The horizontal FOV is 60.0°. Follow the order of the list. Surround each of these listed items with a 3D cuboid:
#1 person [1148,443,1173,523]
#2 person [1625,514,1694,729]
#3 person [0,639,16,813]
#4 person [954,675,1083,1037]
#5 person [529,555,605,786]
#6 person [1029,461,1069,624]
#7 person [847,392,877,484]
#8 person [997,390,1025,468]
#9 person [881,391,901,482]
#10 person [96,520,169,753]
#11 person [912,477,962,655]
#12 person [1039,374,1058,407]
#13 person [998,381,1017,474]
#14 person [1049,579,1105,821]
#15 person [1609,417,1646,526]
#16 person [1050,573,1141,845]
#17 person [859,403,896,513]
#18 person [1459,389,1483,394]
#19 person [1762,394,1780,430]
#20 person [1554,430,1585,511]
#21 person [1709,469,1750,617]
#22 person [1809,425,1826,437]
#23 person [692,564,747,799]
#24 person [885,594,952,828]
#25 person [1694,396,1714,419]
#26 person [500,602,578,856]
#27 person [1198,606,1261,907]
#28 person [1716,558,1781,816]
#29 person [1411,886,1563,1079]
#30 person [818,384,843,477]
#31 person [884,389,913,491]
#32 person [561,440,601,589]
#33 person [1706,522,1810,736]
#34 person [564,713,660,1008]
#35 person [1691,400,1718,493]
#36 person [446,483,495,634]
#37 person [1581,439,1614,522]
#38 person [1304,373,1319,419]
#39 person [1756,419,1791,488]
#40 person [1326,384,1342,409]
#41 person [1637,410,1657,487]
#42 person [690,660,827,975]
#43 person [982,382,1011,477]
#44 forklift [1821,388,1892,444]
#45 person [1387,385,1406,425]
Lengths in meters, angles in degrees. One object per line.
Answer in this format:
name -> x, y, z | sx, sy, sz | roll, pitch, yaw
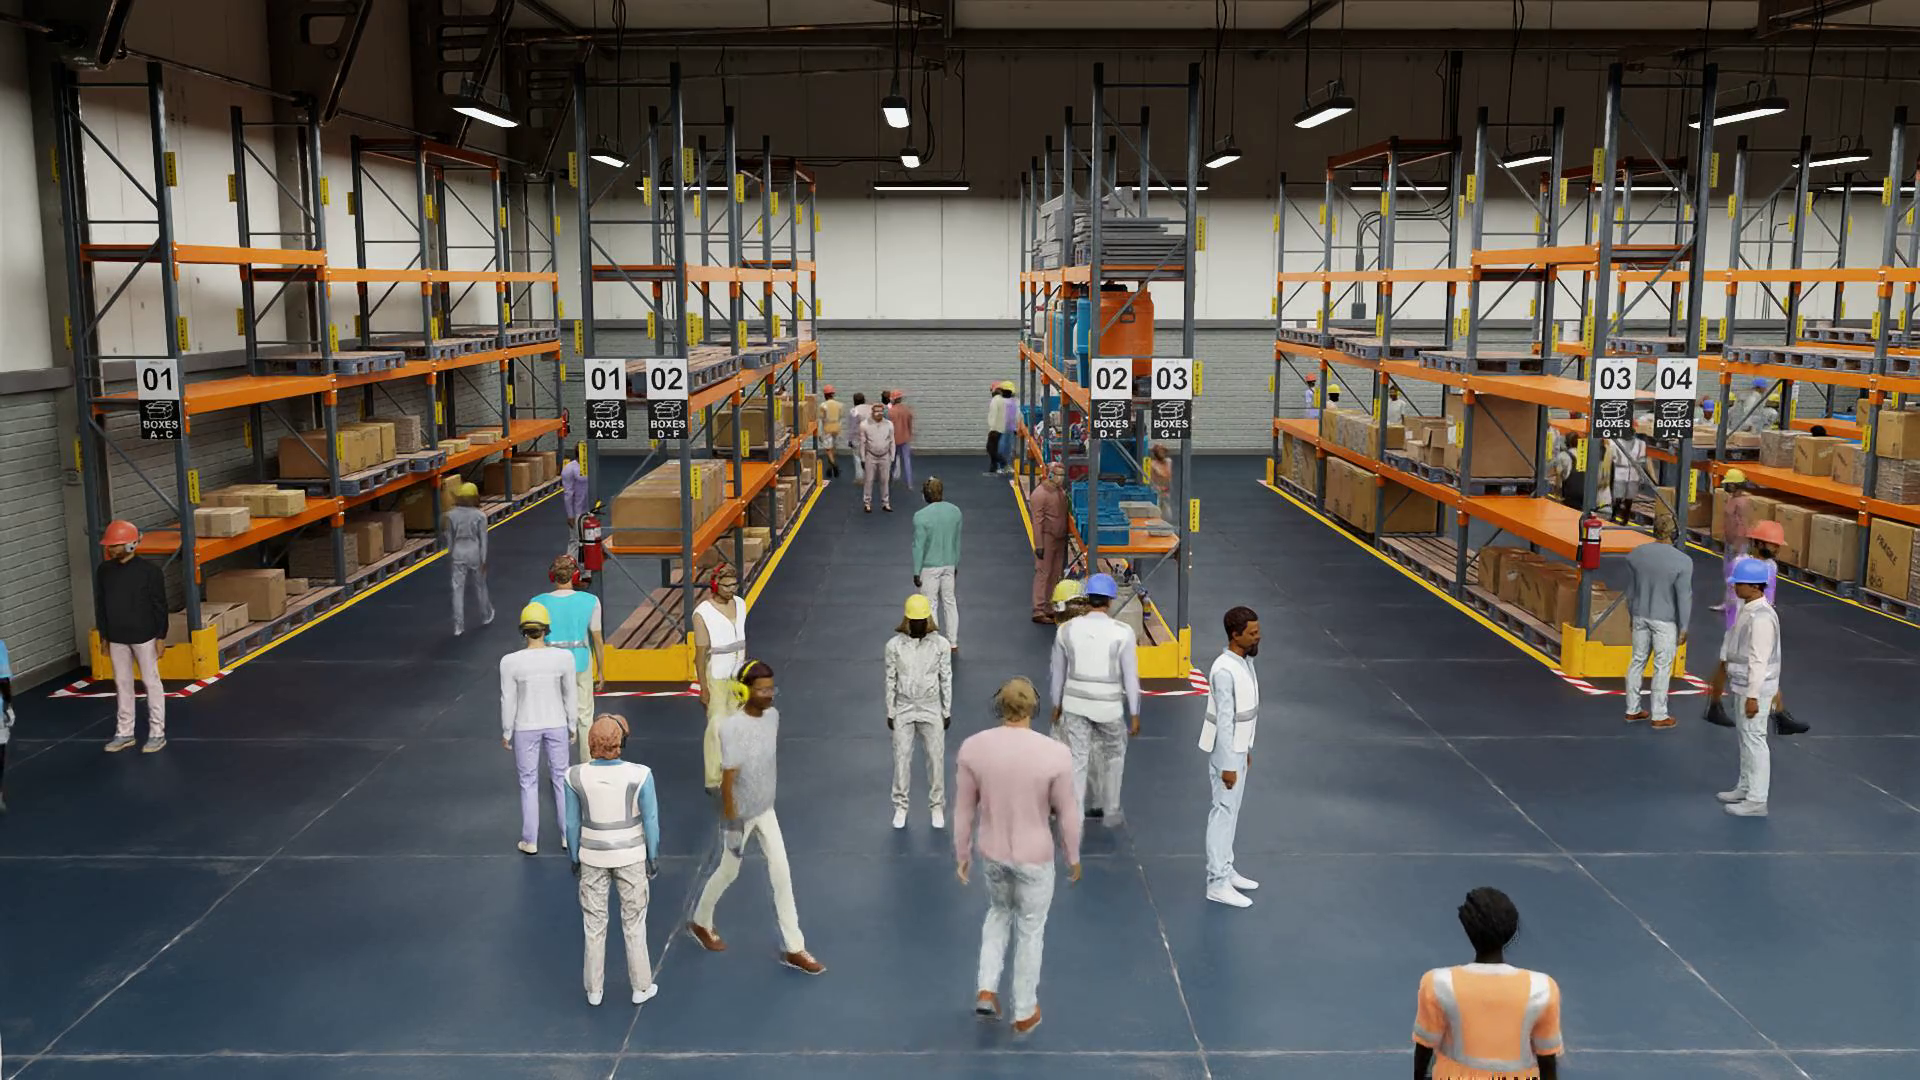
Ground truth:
person -> 2.939, -0.654, 24.713 | 0.554, 1.608, 0.536 | -7, 11, -39
person -> 6.232, 0.725, 14.863 | 0.376, 1.932, 0.623 | -6, 11, -36
person -> -7.254, 1.250, 12.223 | 0.556, 1.678, 0.456 | -4, 10, -24
person -> 0.309, 1.667, 8.811 | 0.647, 1.920, 0.441 | 4, 10, 23
person -> -3.087, 1.036, 13.102 | 0.567, 1.846, 0.389 | -1, 9, -6
person -> 1.076, 0.026, 19.453 | 0.401, 1.899, 0.647 | 6, 11, 34
person -> -1.913, -1.996, 32.682 | 0.634, 1.823, 0.519 | -6, 11, -33
person -> 1.034, -2.422, 35.533 | 0.883, 1.784, 0.604 | -3, 9, -17
person -> -1.388, -2.056, 33.110 | 0.436, 1.824, 0.634 | 2, 9, 14
person -> -7.004, 0.814, 14.066 | 0.612, 1.991, 0.391 | 1, 9, 8
person -> -0.249, 0.295, 17.606 | 0.630, 1.933, 0.364 | -7, 11, -38
person -> 1.945, -2.782, 37.194 | 0.388, 1.990, 0.622 | -6, 10, -32
person -> 0.978, -2.344, 34.588 | 0.365, 1.928, 0.586 | 8, 12, 40
person -> 0.852, 1.193, 12.277 | 0.716, 1.786, 0.616 | 4, 10, 26
person -> 10.256, -0.944, 25.589 | 0.541, 1.922, 0.413 | 0, 9, 2
person -> 0.979, 1.191, 11.928 | 0.691, 1.893, 0.808 | 3, 9, 16
person -> -1.419, -1.415, 28.725 | 0.641, 1.899, 0.394 | -3, 9, -17
person -> 11.488, -2.802, 37.507 | 0.551, 1.933, 0.373 | 0, 9, -3
person -> 16.372, -2.091, 33.601 | 0.323, 1.730, 0.491 | 0, 9, -2
person -> 8.972, -0.684, 24.260 | 0.563, 1.820, 0.583 | -1, 9, -3
person -> 9.217, 0.034, 19.841 | 0.390, 1.753, 0.570 | 2, 9, 11
person -> 13.715, -0.988, 26.615 | 0.319, 1.690, 0.540 | 4, 10, 22
person -> -1.843, 1.082, 12.863 | 0.408, 1.830, 0.579 | 5, 10, 30
person -> -0.300, 1.247, 12.111 | 0.486, 1.736, 0.320 | 0, 9, 1
person -> 15.619, -2.210, 34.816 | 0.863, 1.588, 0.505 | -2, 9, -12
person -> -2.933, 1.310, 11.604 | 0.528, 1.765, 0.327 | -4, 10, -23
person -> 1.747, 1.369, 10.729 | 0.393, 1.920, 0.587 | 3, 9, 20
person -> 5.910, 1.091, 12.470 | 0.420, 1.939, 0.603 | 3, 9, 16
person -> 2.006, 2.151, 6.394 | 0.553, 1.687, 0.353 | 2, 9, 12
person -> -2.582, -2.196, 33.737 | 0.548, 1.908, 0.776 | -4, 10, -27
person -> -1.166, -1.908, 31.802 | 0.616, 1.943, 1.068 | -4, 10, -24
person -> -4.914, -0.341, 21.673 | 0.372, 1.937, 0.627 | 4, 10, 24
person -> 7.026, 0.782, 14.593 | 0.557, 1.876, 1.022 | -4, 10, -22
person -> -1.901, 1.758, 9.119 | 0.514, 1.641, 0.307 | 0, 9, -1
person -> 12.944, -1.468, 28.892 | 0.617, 1.943, 0.402 | 3, 9, 17
person -> -5.615, 0.194, 19.013 | 0.506, 1.693, 0.916 | 0, 9, -2
person -> 9.491, -0.770, 24.842 | 0.638, 1.815, 0.497 | -1, 9, -9
person -> 7.872, -2.784, 37.388 | 0.363, 1.933, 0.553 | 8, 12, 41
person -> 12.810, -1.007, 26.244 | 0.550, 1.846, 0.528 | 0, 9, -1
person -> 7.477, -2.170, 33.462 | 0.366, 1.926, 0.594 | 1, 9, 4
person -> 13.410, -1.889, 32.360 | 0.573, 1.714, 0.872 | -2, 9, -10
person -> -1.242, 1.582, 9.700 | 0.988, 1.826, 0.544 | 7, 11, 36
person -> 0.736, -2.244, 33.879 | 0.537, 1.950, 0.653 | 3, 9, 16
forklift -> 20.072, -3.110, 36.462 | 1.873, 2.768, 1.129 | 0, 9, 0
person -> 8.971, -2.276, 34.383 | 0.506, 1.861, 0.326 | 9, 12, 44
